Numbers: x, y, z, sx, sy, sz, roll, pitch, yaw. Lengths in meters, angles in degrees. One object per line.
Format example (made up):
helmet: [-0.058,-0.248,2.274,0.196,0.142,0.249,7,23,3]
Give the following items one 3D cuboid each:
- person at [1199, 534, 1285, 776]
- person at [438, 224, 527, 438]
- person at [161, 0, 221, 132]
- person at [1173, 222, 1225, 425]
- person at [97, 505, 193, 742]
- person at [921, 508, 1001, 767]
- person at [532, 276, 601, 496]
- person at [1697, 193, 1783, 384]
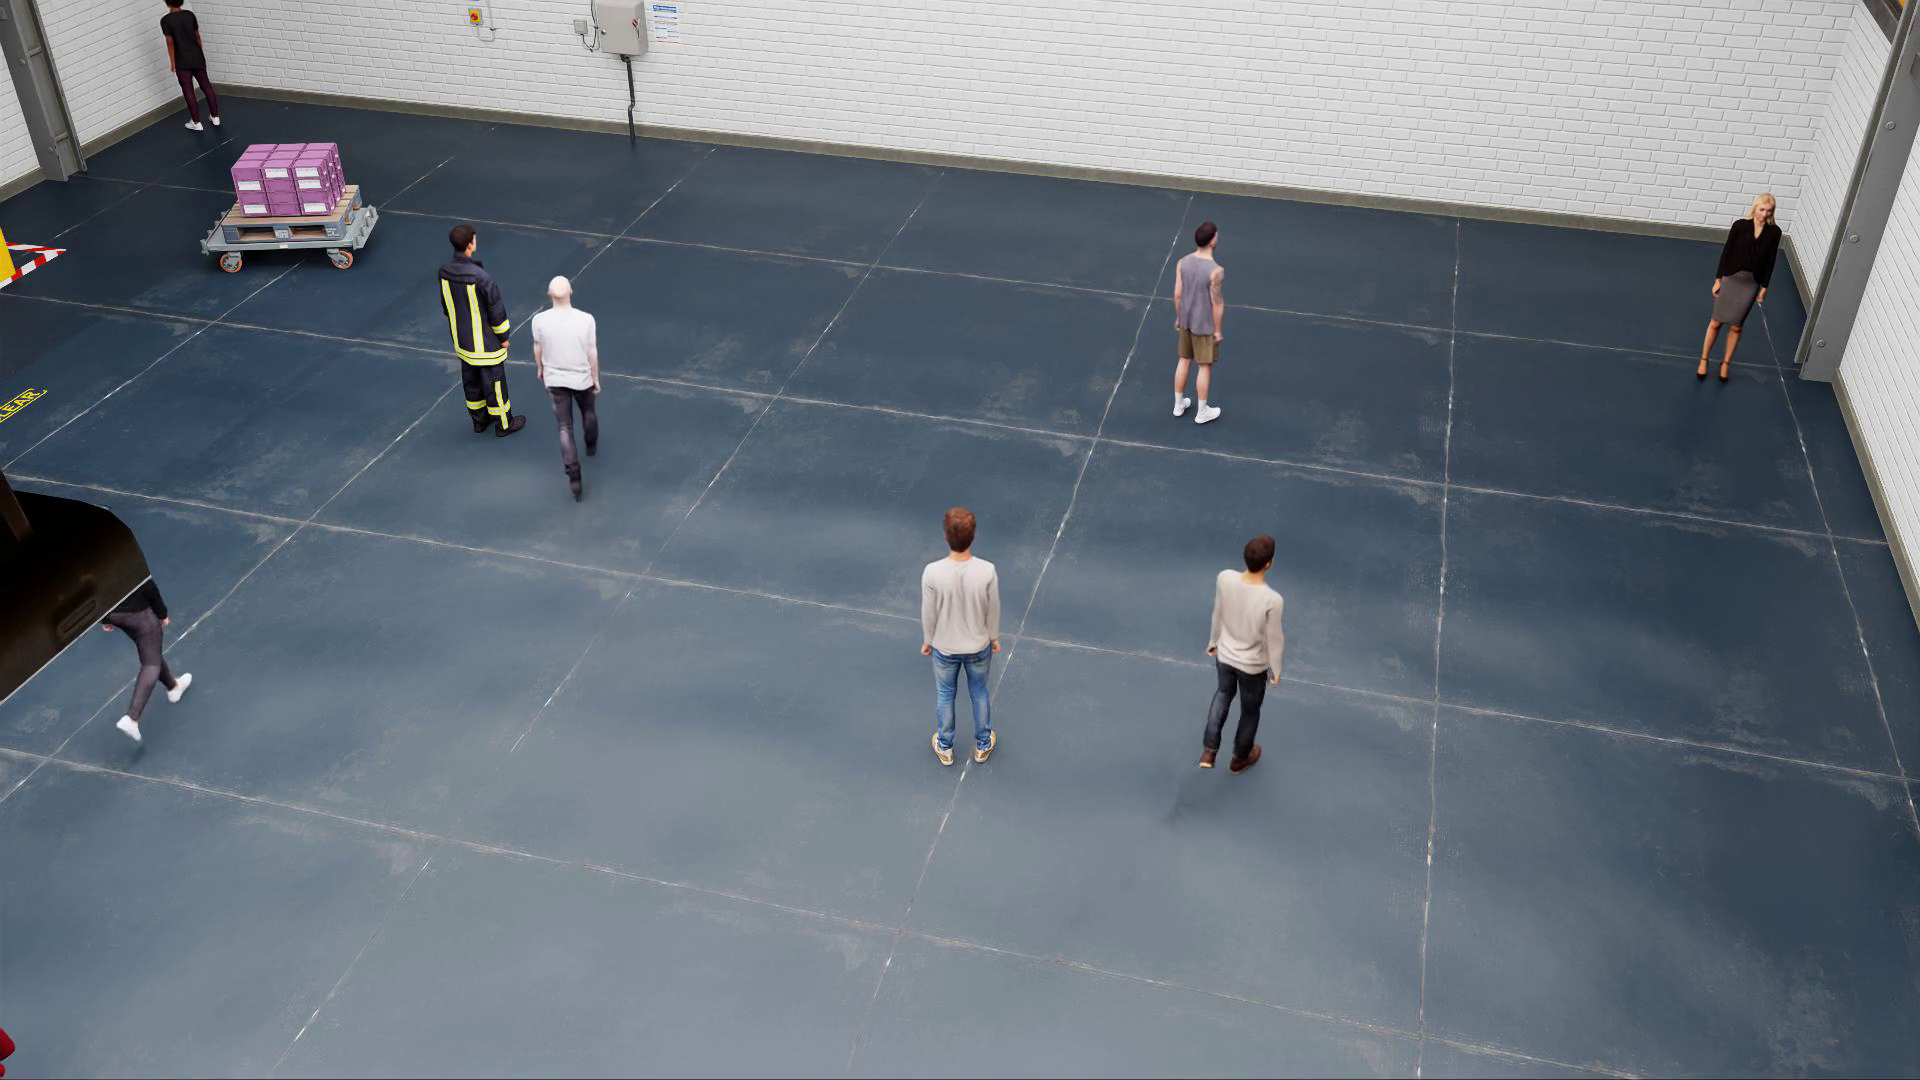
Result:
person: [1.735,0.785,10.457,0.858,1.856,0.951,24,40,31]
person: [-4.144,-1.793,14.271,0.824,1.928,0.729,15,36,21]
person: [-9.659,-6.045,20.795,0.761,1.786,0.648,23,40,30]
person: [2.074,-1.900,14.464,0.719,1.847,0.729,26,41,33]
person: [-5.504,0.560,10.970,0.704,1.663,1.097,4,34,6]
person: [0.012,0.649,10.624,0.730,1.898,0.685,-1,34,-2]
person: [-3.191,-1.230,13.553,1.046,1.784,1.315,-6,34,-9]
person: [7.060,-2.287,15.091,0.614,1.842,0.557,11,35,16]
